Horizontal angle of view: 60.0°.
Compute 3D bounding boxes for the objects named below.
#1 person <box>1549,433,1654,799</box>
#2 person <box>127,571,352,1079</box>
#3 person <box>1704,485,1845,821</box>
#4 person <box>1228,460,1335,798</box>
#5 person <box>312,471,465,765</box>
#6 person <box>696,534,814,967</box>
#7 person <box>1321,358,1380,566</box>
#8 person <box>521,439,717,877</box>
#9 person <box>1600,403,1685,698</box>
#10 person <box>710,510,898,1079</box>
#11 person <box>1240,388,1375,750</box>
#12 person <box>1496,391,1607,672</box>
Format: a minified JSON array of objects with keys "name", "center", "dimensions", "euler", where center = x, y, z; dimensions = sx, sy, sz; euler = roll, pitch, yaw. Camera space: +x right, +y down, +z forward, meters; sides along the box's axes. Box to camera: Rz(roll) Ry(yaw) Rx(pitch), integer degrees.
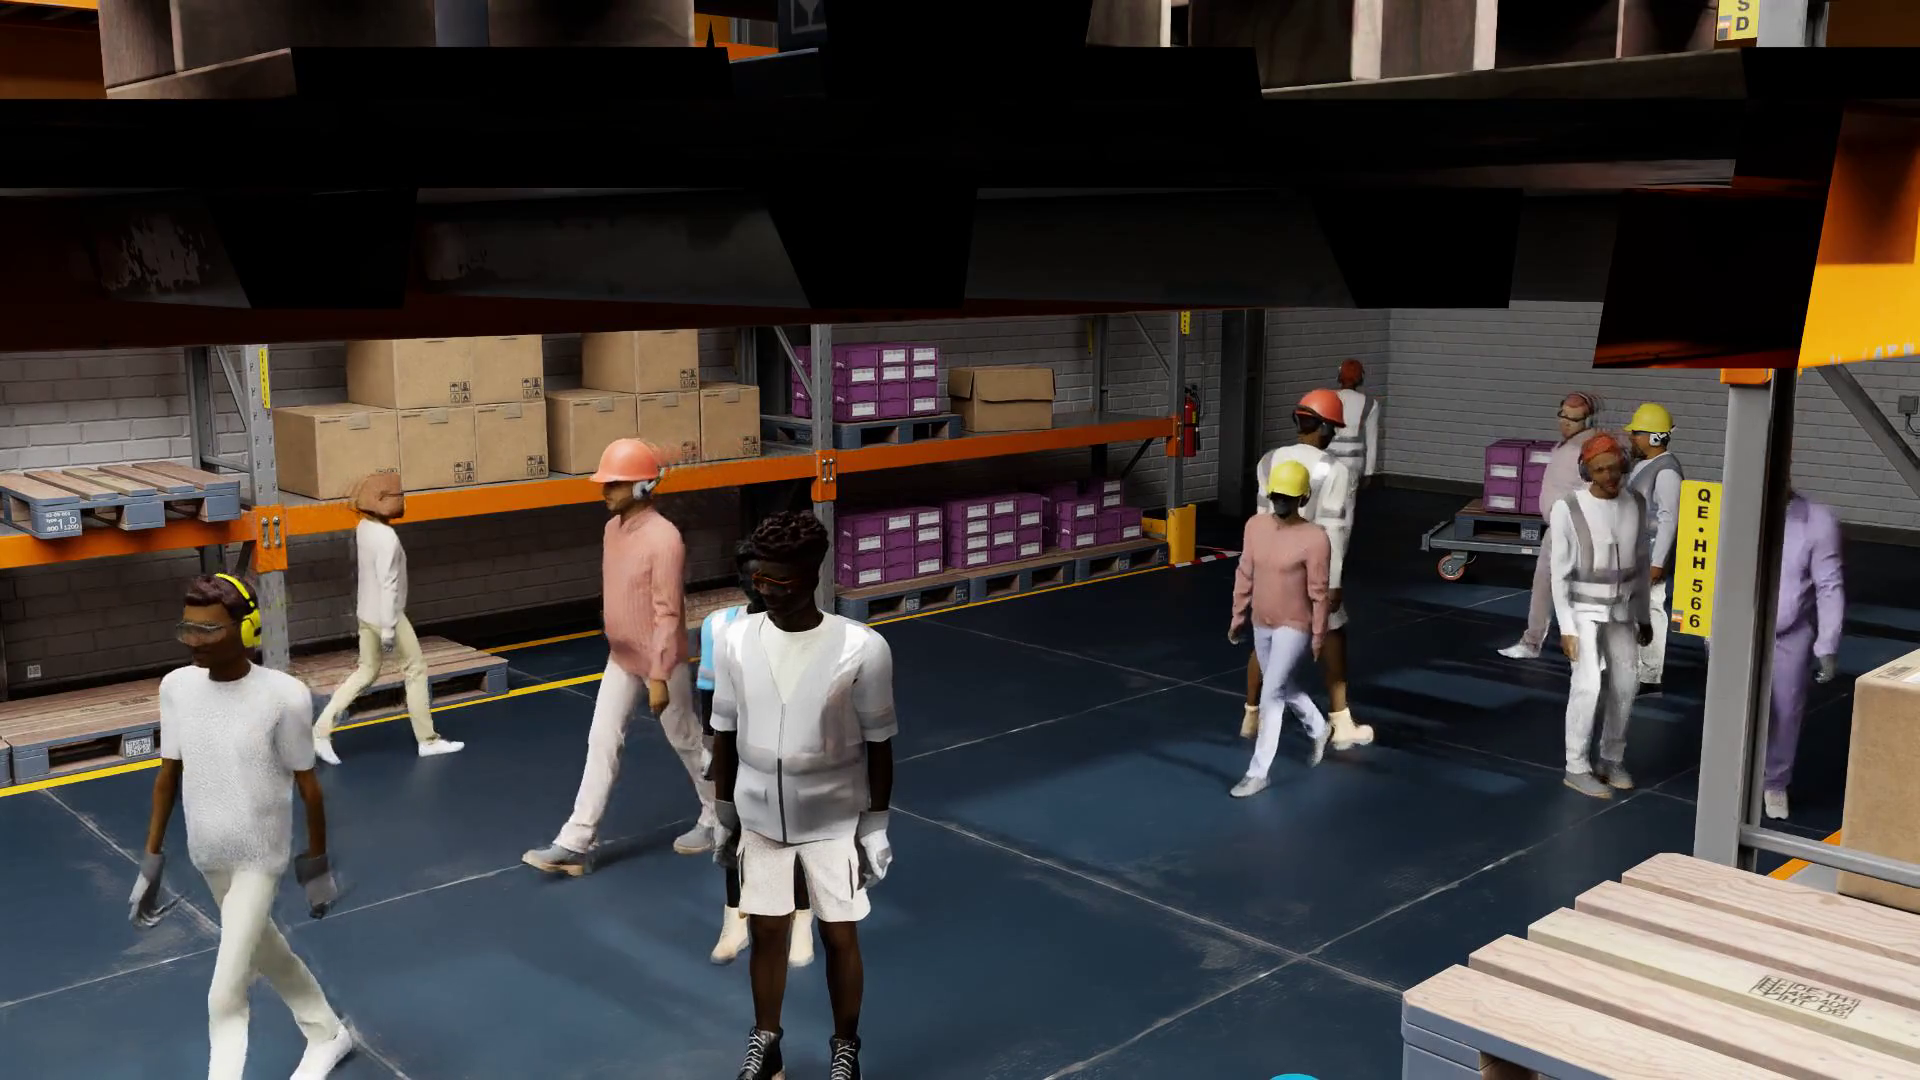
[{"name":"person","center":[3.242,0.387,8.442],"dimensions":[0.641,1.864,0.367],"euler":[-3,10,-14]},{"name":"person","center":[-2.189,0.977,5.093],"dimensions":[0.506,1.824,1.018],"euler":[3,10,19]},{"name":"person","center":[3.793,0.485,7.866],"dimensions":[0.659,1.839,0.998],"euler":[6,11,32]},{"name":"person","center":[1.714,0.421,8.575],"dimensions":[0.826,1.728,0.532],"euler":[-8,12,-38]},{"name":"person","center":[-3.149,0.422,8.943],"dimensions":[0.782,1.602,0.497],"euler":[-8,12,-38]},{"name":"person","center":[-0.749,0.809,6.407],"dimensions":[0.540,1.695,0.317],"euler":[1,10,6]},{"name":"person","center":[3.336,-0.651,14.478],"dimensions":[0.589,1.863,0.740],"euler":[1,10,8]},{"name":"person","center":[-1.438,0.521,7.376],"dimensions":[1.051,1.938,0.641],"euler":[-9,13,-41]},{"name":"person","center":[4.259,0.065,10.368],"dimensions":[0.404,1.832,0.599],"euler":[1,10,5]},{"name":"person","center":[-0.505,0.870,5.266],"dimensions":[0.610,1.963,0.365],"euler":[2,10,14]},{"name":"person","center":[1.950,0.153,9.363],"dimensions":[0.527,2.010,0.691],"euler":[-9,13,-41]},{"name":"person","center":[4.056,-0.053,10.973],"dimensions":[0.723,1.875,0.698],"euler":[0,10,2]}]
